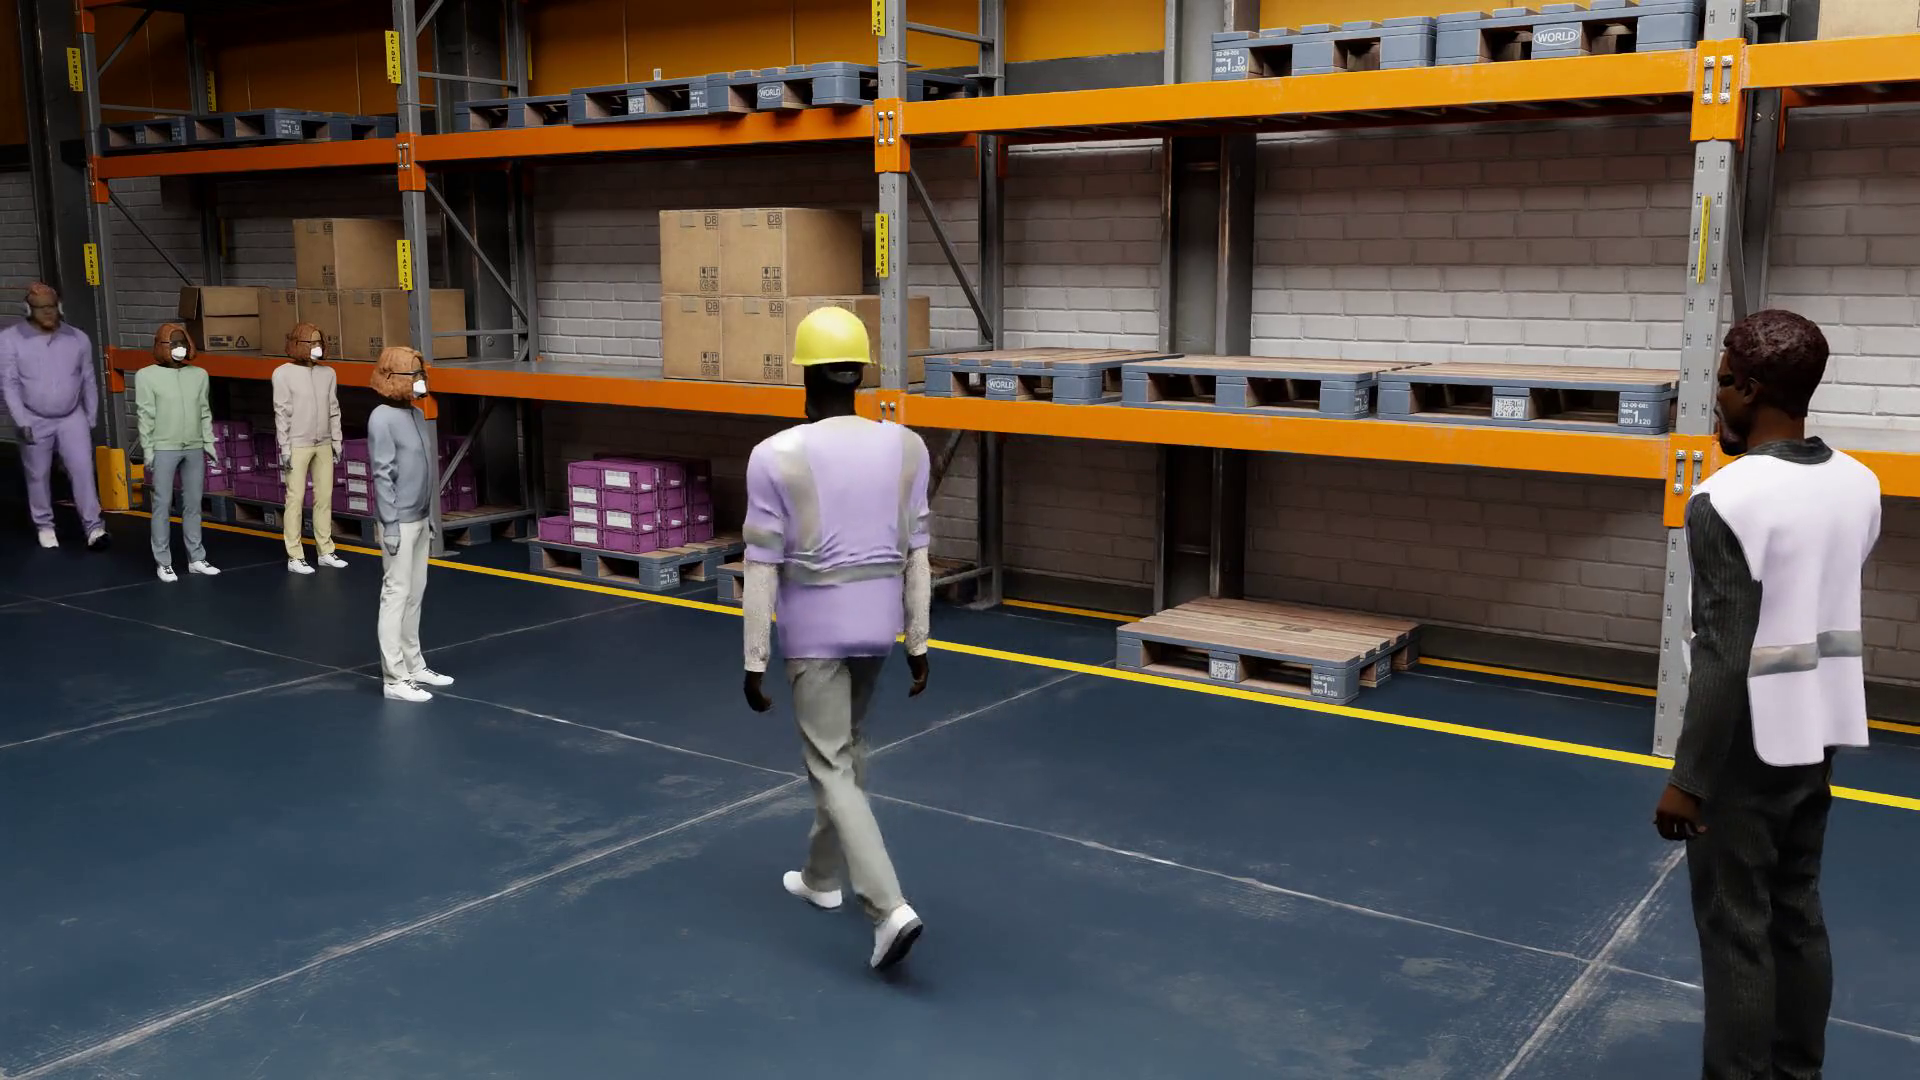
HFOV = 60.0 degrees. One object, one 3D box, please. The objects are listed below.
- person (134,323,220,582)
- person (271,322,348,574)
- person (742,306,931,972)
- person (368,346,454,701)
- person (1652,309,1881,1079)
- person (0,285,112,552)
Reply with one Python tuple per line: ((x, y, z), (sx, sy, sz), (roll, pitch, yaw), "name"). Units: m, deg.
((-4.974, -0.561, 10.590), (0.279, 1.634, 0.497), (6, 12, 34), "person")
((-4.239, -0.599, 10.845), (0.277, 1.629, 0.497), (5, 11, 30), "person")
((-0.330, 0.272, 4.863), (0.594, 1.900, 0.886), (-6, 11, -33), "person")
((-2.566, -0.079, 7.720), (0.275, 1.632, 0.507), (0, 10, 2), "person")
((1.779, 0.458, 3.674), (0.597, 1.916, 0.371), (-7, 12, -35), "person")
((-6.260, -0.822, 11.499), (0.642, 1.849, 1.027), (-8, 12, -40), "person")
